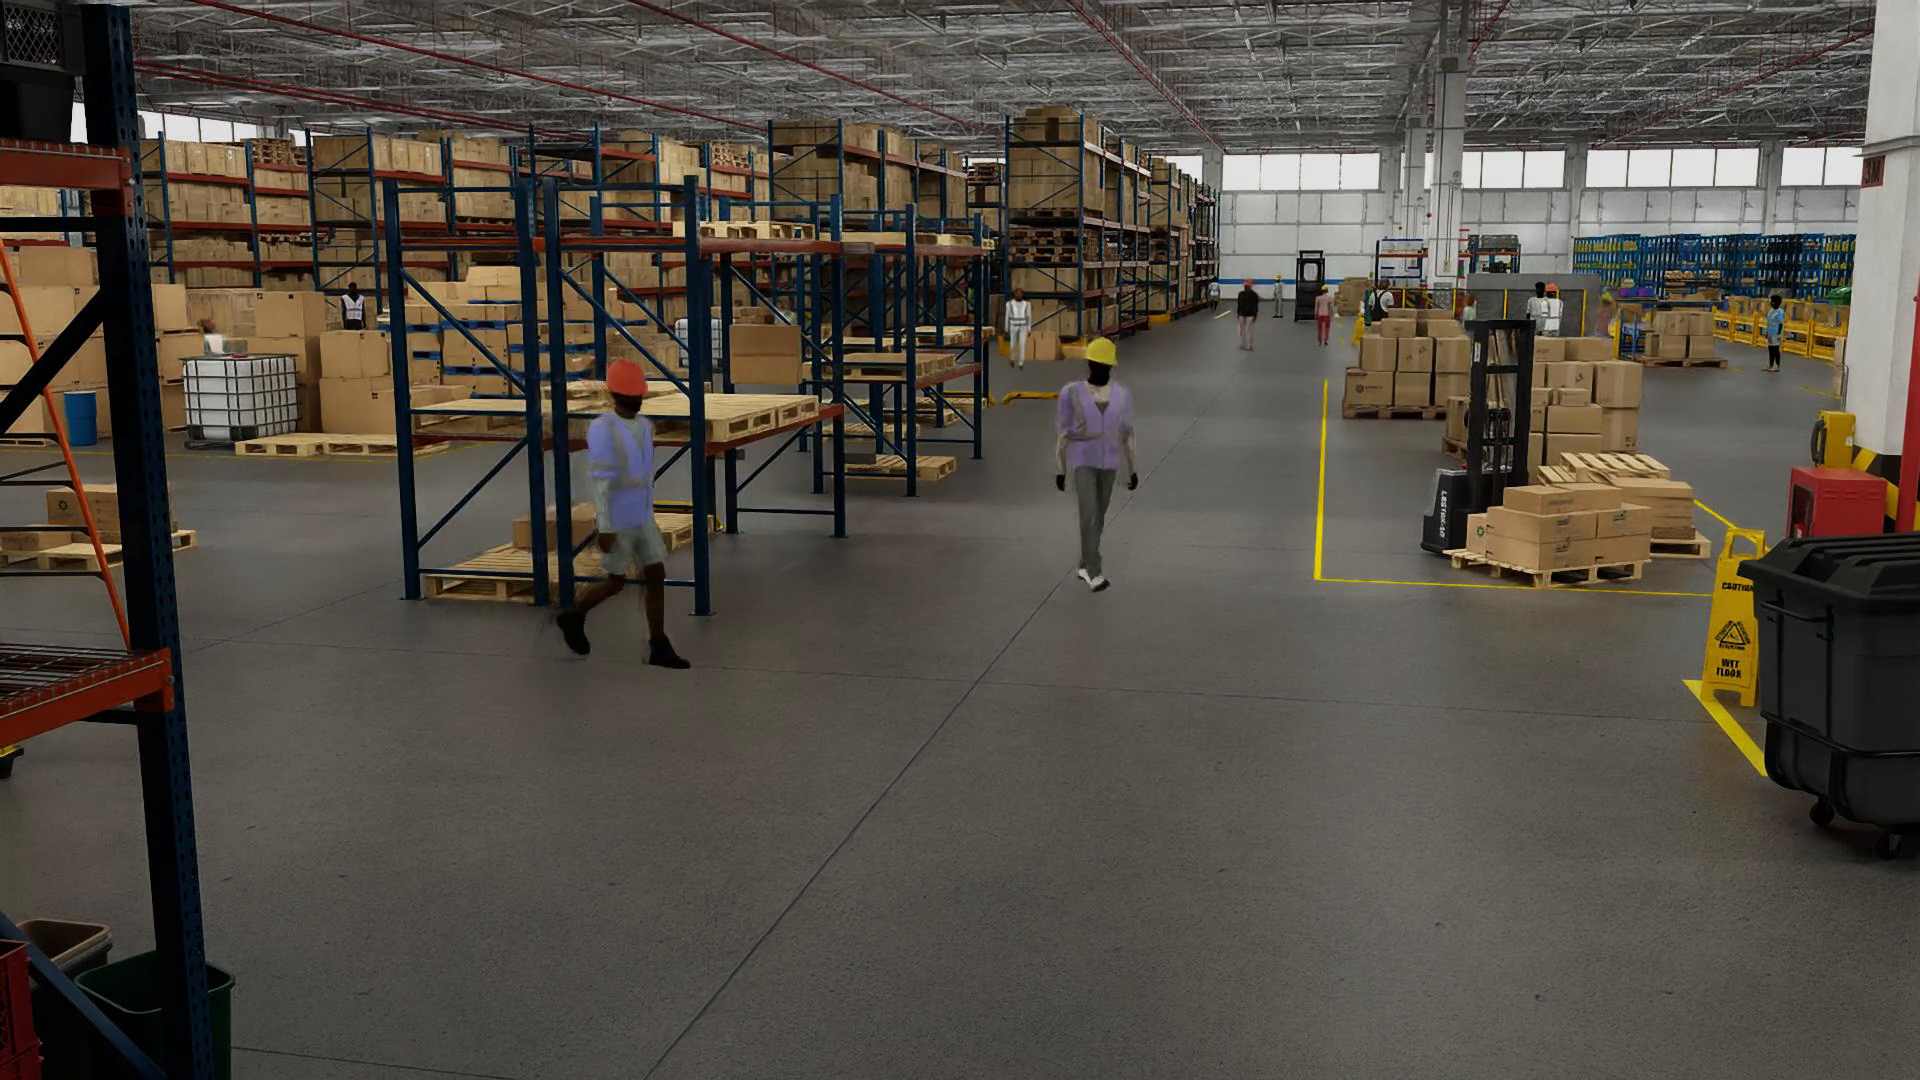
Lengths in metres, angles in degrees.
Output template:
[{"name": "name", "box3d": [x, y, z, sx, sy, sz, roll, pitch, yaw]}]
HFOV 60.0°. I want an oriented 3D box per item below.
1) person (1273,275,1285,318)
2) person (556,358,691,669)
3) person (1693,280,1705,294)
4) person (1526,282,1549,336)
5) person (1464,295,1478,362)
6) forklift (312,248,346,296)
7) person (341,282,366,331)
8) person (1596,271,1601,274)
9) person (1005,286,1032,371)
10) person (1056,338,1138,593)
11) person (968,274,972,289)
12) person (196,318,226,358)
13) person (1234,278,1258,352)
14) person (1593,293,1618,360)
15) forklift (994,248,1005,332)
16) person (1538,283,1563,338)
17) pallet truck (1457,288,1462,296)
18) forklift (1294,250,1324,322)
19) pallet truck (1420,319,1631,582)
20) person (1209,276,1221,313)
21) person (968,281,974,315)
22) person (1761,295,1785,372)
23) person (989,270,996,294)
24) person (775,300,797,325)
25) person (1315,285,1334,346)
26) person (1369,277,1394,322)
[{"name": "person", "box3d": [13.448, -10.277, 70.204, 0.404, 1.826, 0.592, -6, 11, -33]}, {"name": "person", "box3d": [-2.079, -0.154, 10.047, 0.830, 1.906, 0.560, 5, 11, 26]}, {"name": "person", "box3d": [34.706, -11.586, 78.113, 0.571, 1.773, 0.969, 1, 10, 6]}, {"name": "person", "box3d": [13.208, -4.907, 37.967, 0.617, 1.964, 0.361, 8, 12, 38]}, {"name": "person", "box3d": [12.364, -5.131, 40.288, 0.372, 1.621, 0.529, 9, 13, 42]}, {"name": "forklift", "box3d": [-19.105, -7.489, 50.553, 1.129, 2.768, 1.873, 2, 10, 12]}, {"name": "person", "box3d": [-15.058, -5.443, 41.316, 0.592, 1.911, 0.385, -9, 13, -42]}, {"name": "person", "box3d": [33.877, -13.346, 88.285, 0.389, 1.847, 0.563, -1, 10, -7]}, {"name": "person", "box3d": [1.311, -4.714, 37.115, 0.580, 1.874, 0.448, -1, 10, -6]}, {"name": "person", "box3d": [1.066, -0.552, 12.420, 0.593, 1.880, 0.944, -3, 10, -19]}, {"name": "person", "box3d": [0.599, -11.351, 76.521, 0.600, 1.829, 0.404, -2, 10, -13]}, {"name": "person", "box3d": [-11.125, -2.526, 24.933, 0.795, 1.603, 0.522, 5, 11, 28]}, {"name": "person", "box3d": [7.634, -6.004, 44.476, 0.635, 1.962, 0.790, 7, 12, 37]}, {"name": "person", "box3d": [14.667, -4.754, 37.806, 0.526, 1.712, 0.948, -7, 12, -36]}, {"name": "forklift", "box3d": [1.851, -8.127, 54.331, 1.129, 2.768, 1.873, 2, 10, 12]}, {"name": "person", "box3d": [13.041, -4.693, 36.777, 0.542, 1.939, 0.363, -4, 10, -20]}, {"name": "pallet truck", "box3d": [20.506, -9.785, 68.819, 0.653, 1.274, 1.630, 2, 10, 12]}, {"name": "forklift", "box3d": [13.778, -10.002, 65.433, 1.129, 2.768, 1.873, 2, 10, 12]}, {"name": "pallet truck", "box3d": [4.543, -0.757, 13.299, 0.823, 1.965, 1.885, -4, 10, -22]}, {"name": "person", "box3d": [11.835, -11.410, 77.343, 0.550, 1.667, 0.713, 1, 10, 5]}, {"name": "person", "box3d": [0.407, -9.088, 63.583, 0.673, 1.670, 0.536, -2, 10, -12]}, {"name": "person", "box3d": [17.949, -4.545, 36.649, 0.320, 1.693, 0.536, 0, 10, -1]}, {"name": "person", "box3d": [1.598, -12.744, 84.342, 0.659, 1.971, 0.702, 4, 10, 22]}, {"name": "person", "box3d": [-3.717, -4.348, 35.688, 0.504, 1.617, 0.697, 0, 10, -3]}, {"name": "person", "box3d": [10.445, -6.444, 47.733, 0.535, 1.747, 0.622, 3, 10, 18]}, {"name": "person", "box3d": [10.467, -5.469, 41.071, 0.537, 2.000, 0.689, -7, 12, -37]}]
